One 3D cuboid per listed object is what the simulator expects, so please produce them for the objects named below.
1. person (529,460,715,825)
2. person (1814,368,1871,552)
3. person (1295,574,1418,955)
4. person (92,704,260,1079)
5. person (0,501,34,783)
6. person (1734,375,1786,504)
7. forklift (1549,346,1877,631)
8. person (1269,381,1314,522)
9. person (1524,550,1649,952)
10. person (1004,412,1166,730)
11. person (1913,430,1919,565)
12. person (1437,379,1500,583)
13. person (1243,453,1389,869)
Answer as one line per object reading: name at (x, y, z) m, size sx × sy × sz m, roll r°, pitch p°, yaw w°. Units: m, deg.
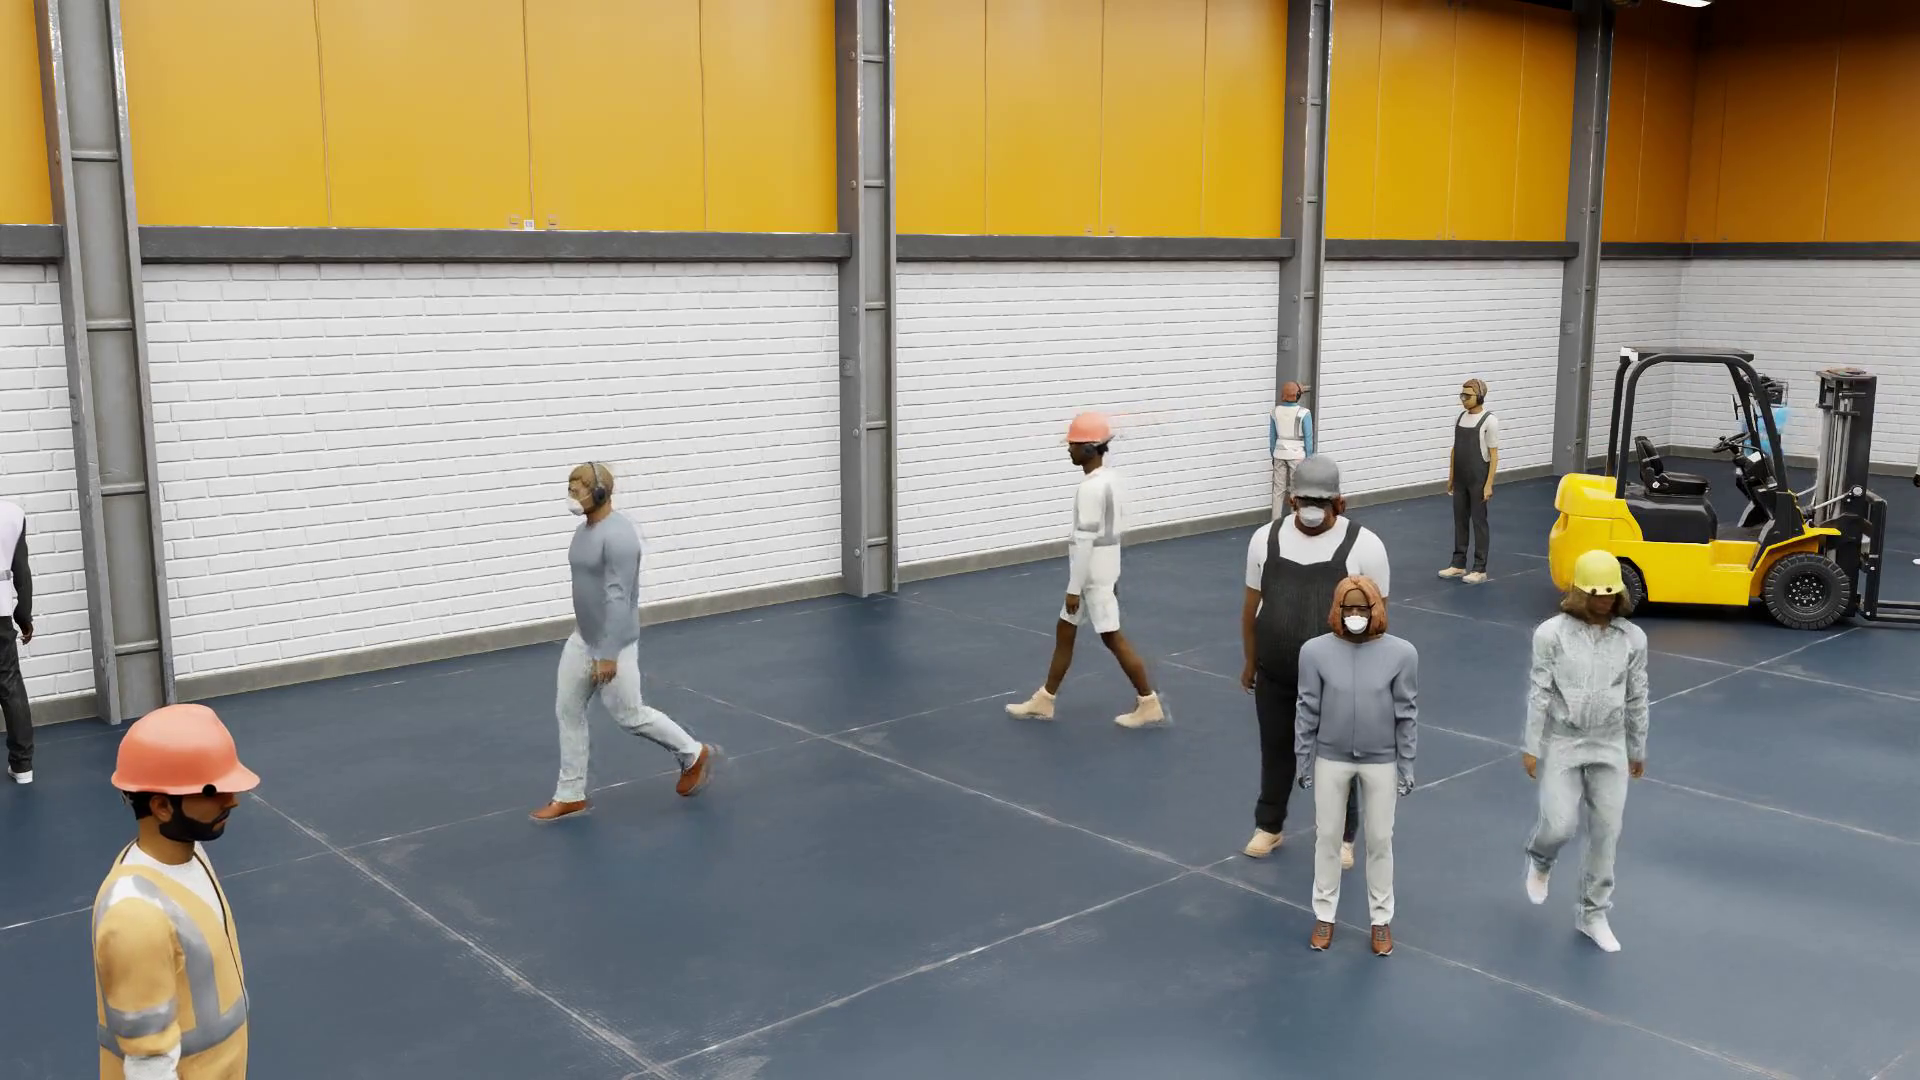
person at (-1.788, 0.518, 8.728) m, size 0.928 × 1.902 × 0.631 m, roll -7°, pitch 12°, yaw -37°
person at (8.780, -0.776, 16.442) m, size 0.935 × 1.840 × 0.599 m, roll -5°, pitch 11°, yaw -28°
person at (1.668, 0.942, 7.038) m, size 0.504 × 1.627 × 0.290 m, roll 2°, pitch 10°, yaw 14°
person at (-1.796, 1.326, 3.912) m, size 0.383 × 1.931 × 0.543 m, roll -3°, pitch 10°, yaw -16°
person at (-5.393, 0.439, 9.128) m, size 0.376 × 1.917 × 0.600 m, roll 7°, pitch 12°, yaw 36°
person at (8.550, -0.916, 17.761) m, size 0.382 × 1.684 × 0.534 m, roll -5°, pitch 11°, yaw -27°
forklift at (6.109, -0.478, 13.691) m, size 2.313 × 2.155 × 1.214 m, roll 3°, pitch 10°, yaw 16°
person at (3.475, -0.847, 17.475) m, size 0.513 × 1.639 × 0.307 m, roll 9°, pitch 13°, yaw 42°
person at (2.678, 0.872, 7.138) m, size 0.538 × 1.724 × 0.488 m, roll 0°, pitch 10°, yaw 1°
person at (0.824, 0.199, 10.341) m, size 1.032 × 1.994 × 0.623 m, roll 2°, pitch 10°, yaw 11°
person at (9.320, -0.690, 15.709) m, size 0.590 × 1.926 × 0.388 m, roll 1°, pitch 10°, yaw 5°
person at (4.615, -0.536, 15.045) m, size 0.336 × 1.845 × 0.514 m, roll -5°, pitch 11°, yaw -29°
person at (1.670, 0.572, 7.992) m, size 0.692 × 2.000 × 0.536 m, roll 5°, pitch 11°, yaw 26°
